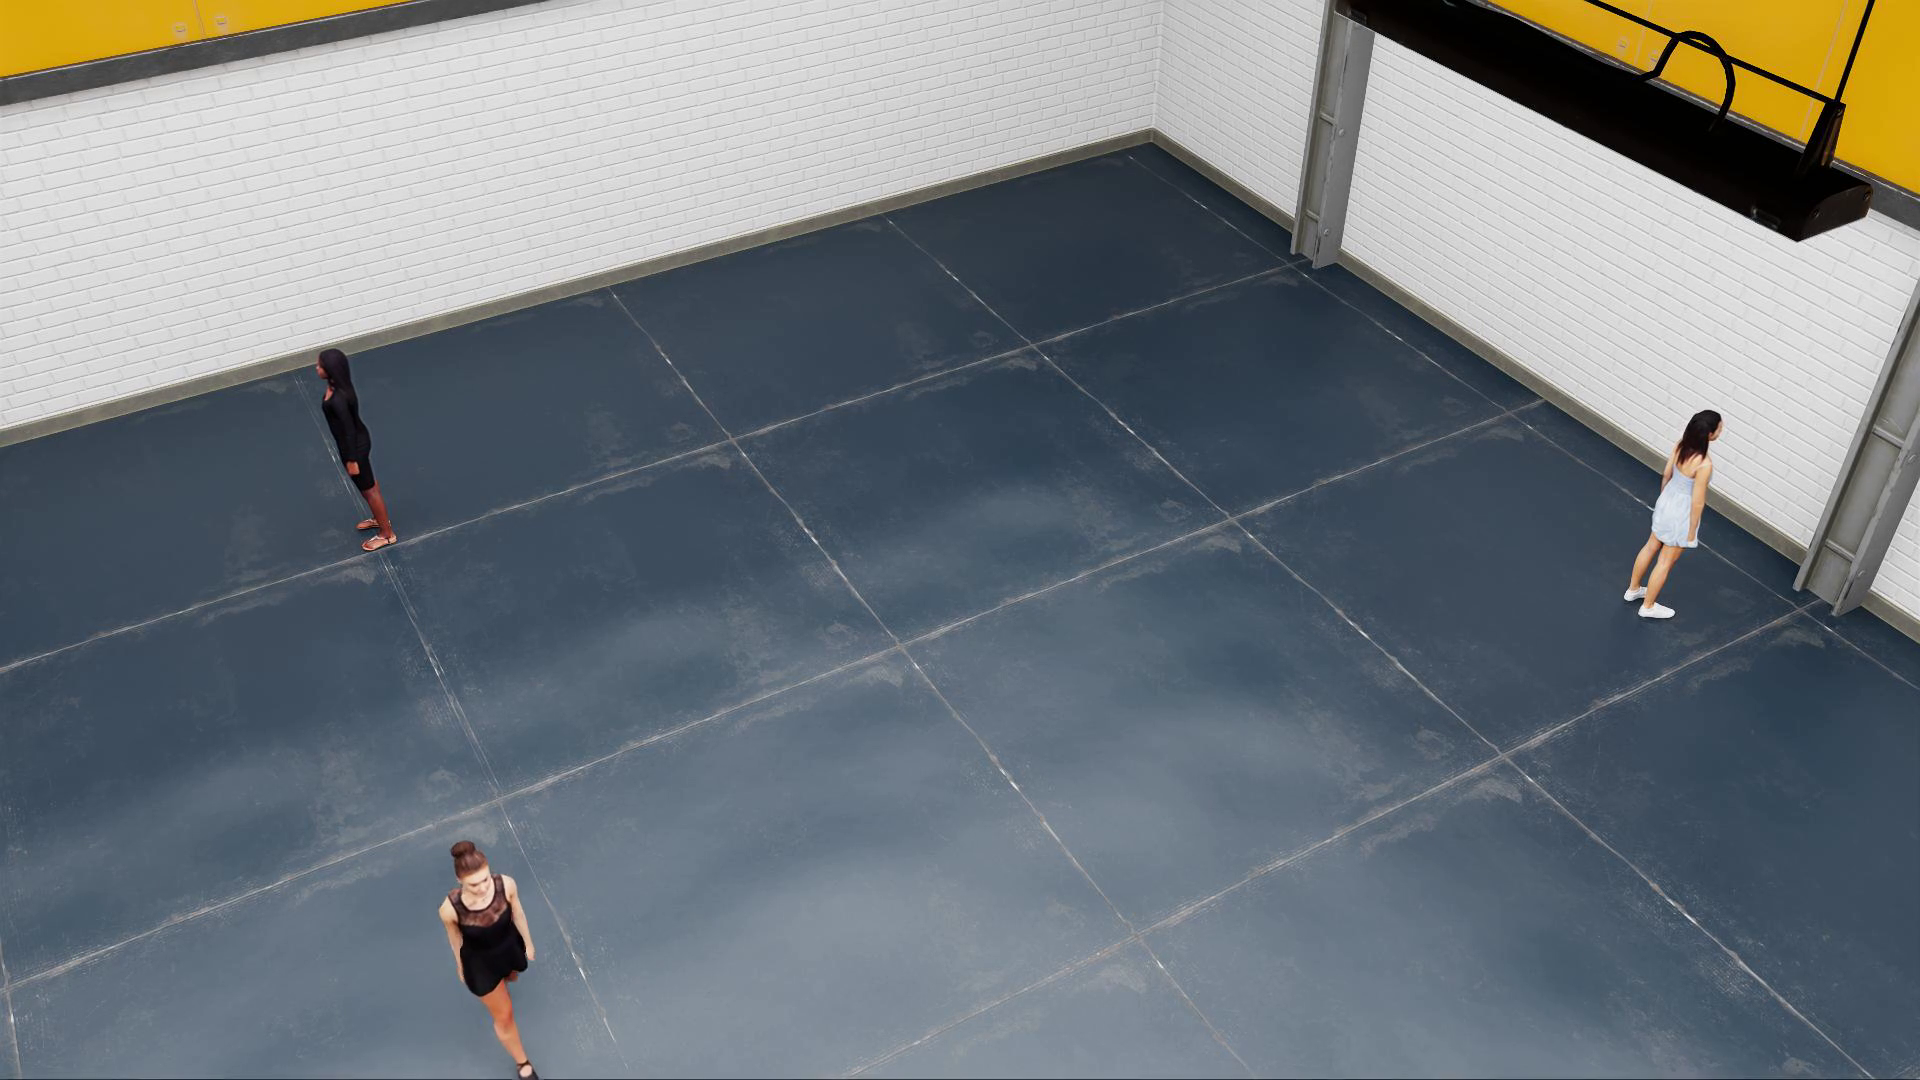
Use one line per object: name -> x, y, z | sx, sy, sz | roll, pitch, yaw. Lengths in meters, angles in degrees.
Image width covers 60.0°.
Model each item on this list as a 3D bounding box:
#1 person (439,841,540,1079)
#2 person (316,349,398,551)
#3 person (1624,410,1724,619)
person -> -2.547, 2.171, 8.998 | 0.616, 1.648, 1.076 | -23, 44, -26
person -> -4.574, -0.694, 12.529 | 0.698, 1.720, 0.470 | -15, 41, -17
person -> 5.124, -0.204, 11.907 | 0.713, 1.729, 0.574 | -7, 39, -8
